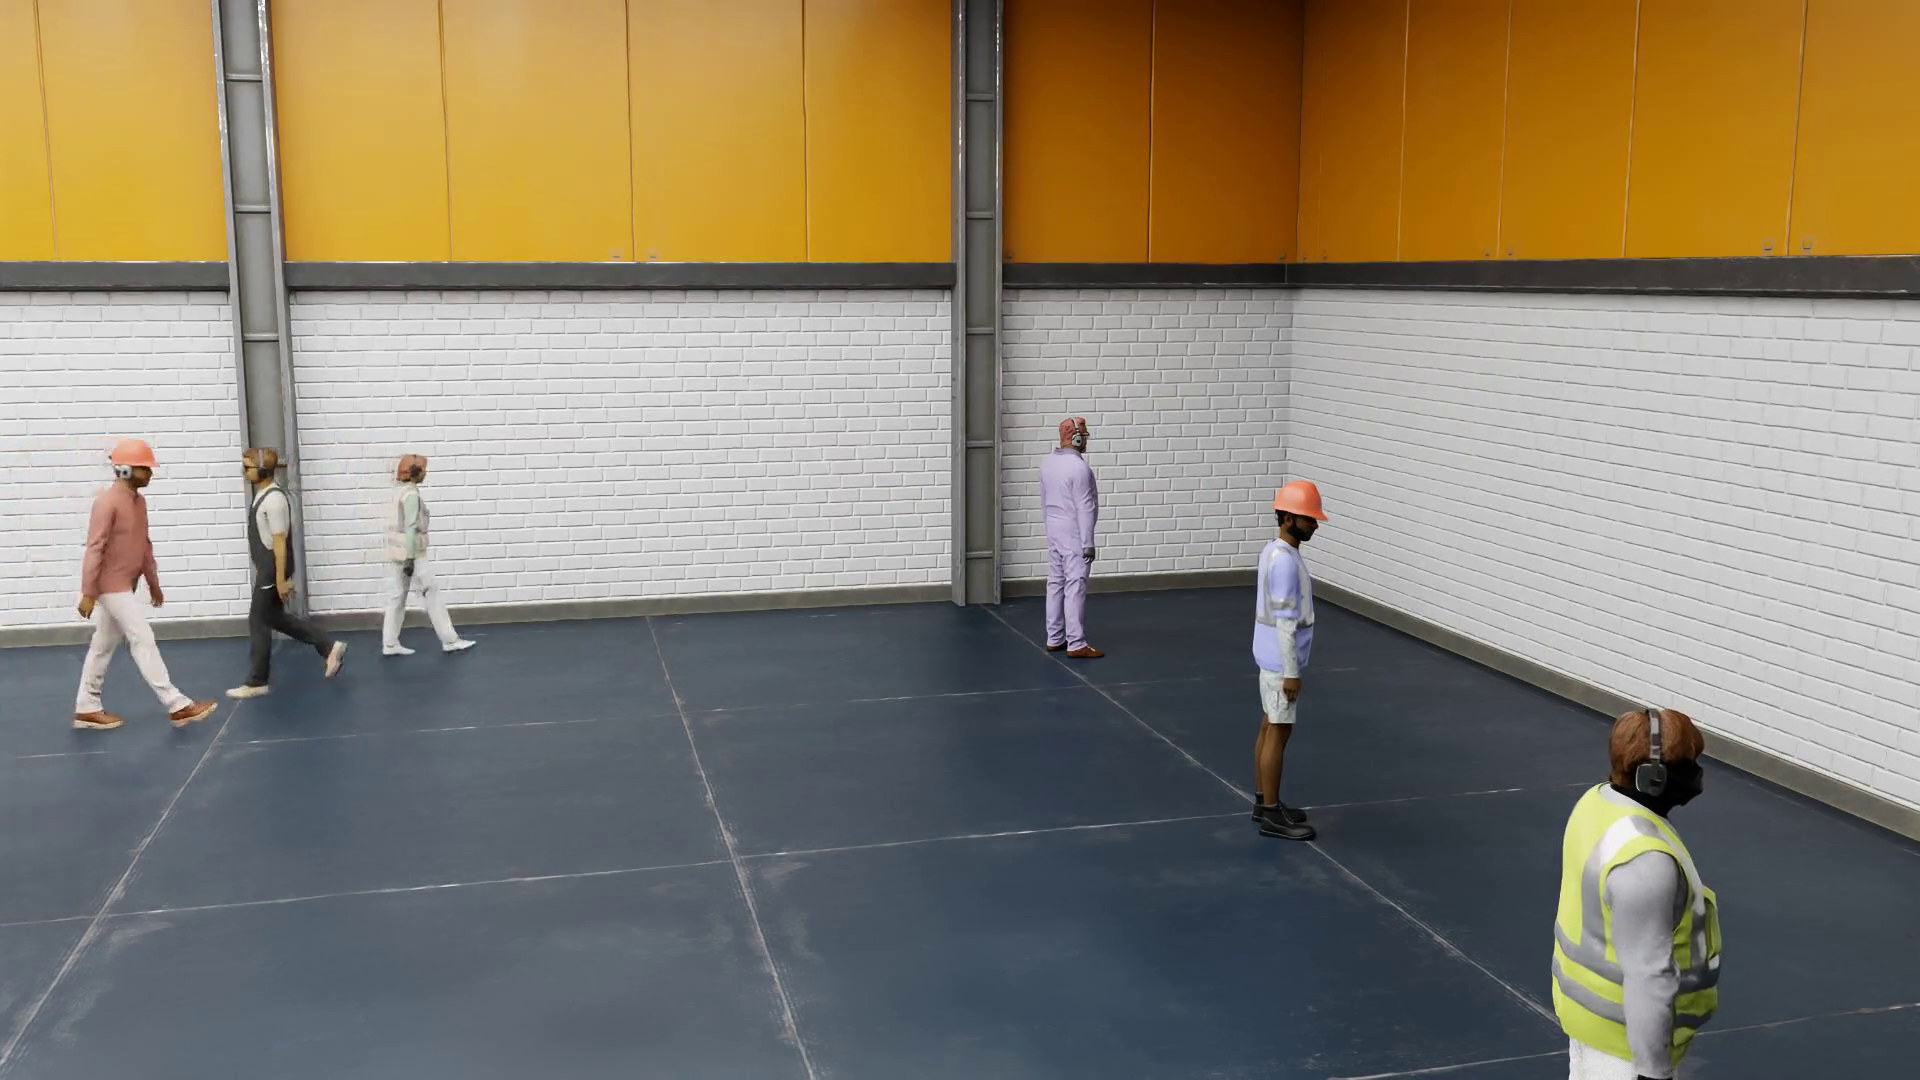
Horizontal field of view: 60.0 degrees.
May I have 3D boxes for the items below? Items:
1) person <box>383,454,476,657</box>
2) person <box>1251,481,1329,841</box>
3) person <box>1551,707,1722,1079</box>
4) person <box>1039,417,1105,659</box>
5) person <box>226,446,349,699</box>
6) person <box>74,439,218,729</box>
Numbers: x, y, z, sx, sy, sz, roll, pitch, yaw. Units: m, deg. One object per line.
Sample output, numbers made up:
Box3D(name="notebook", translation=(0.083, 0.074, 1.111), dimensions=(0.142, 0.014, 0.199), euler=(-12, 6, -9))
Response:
Box3D(name="person", translation=(-4.250, 0.123, 13.199), dimensions=(0.780, 1.603, 0.532), euler=(-5, 11, -30))
Box3D(name="person", translation=(1.773, 0.640, 8.991), dimensions=(0.376, 1.931, 0.542), euler=(1, 9, 6))
Box3D(name="person", translation=(1.899, 1.371, 4.703), dimensions=(0.430, 1.845, 0.624), euler=(1, 9, 9))
Box3D(name="person", translation=(0.896, -0.020, 13.187), dimensions=(0.408, 1.909, 0.638), euler=(-5, 10, -28))
Box3D(name="person", translation=(-4.892, 0.217, 11.978), dimensions=(0.783, 1.826, 0.520), euler=(-4, 10, -23))
Box3D(name="person", translation=(-5.456, 0.304, 11.054), dimensions=(1.052, 1.933, 0.642), euler=(-1, 9, -9))
